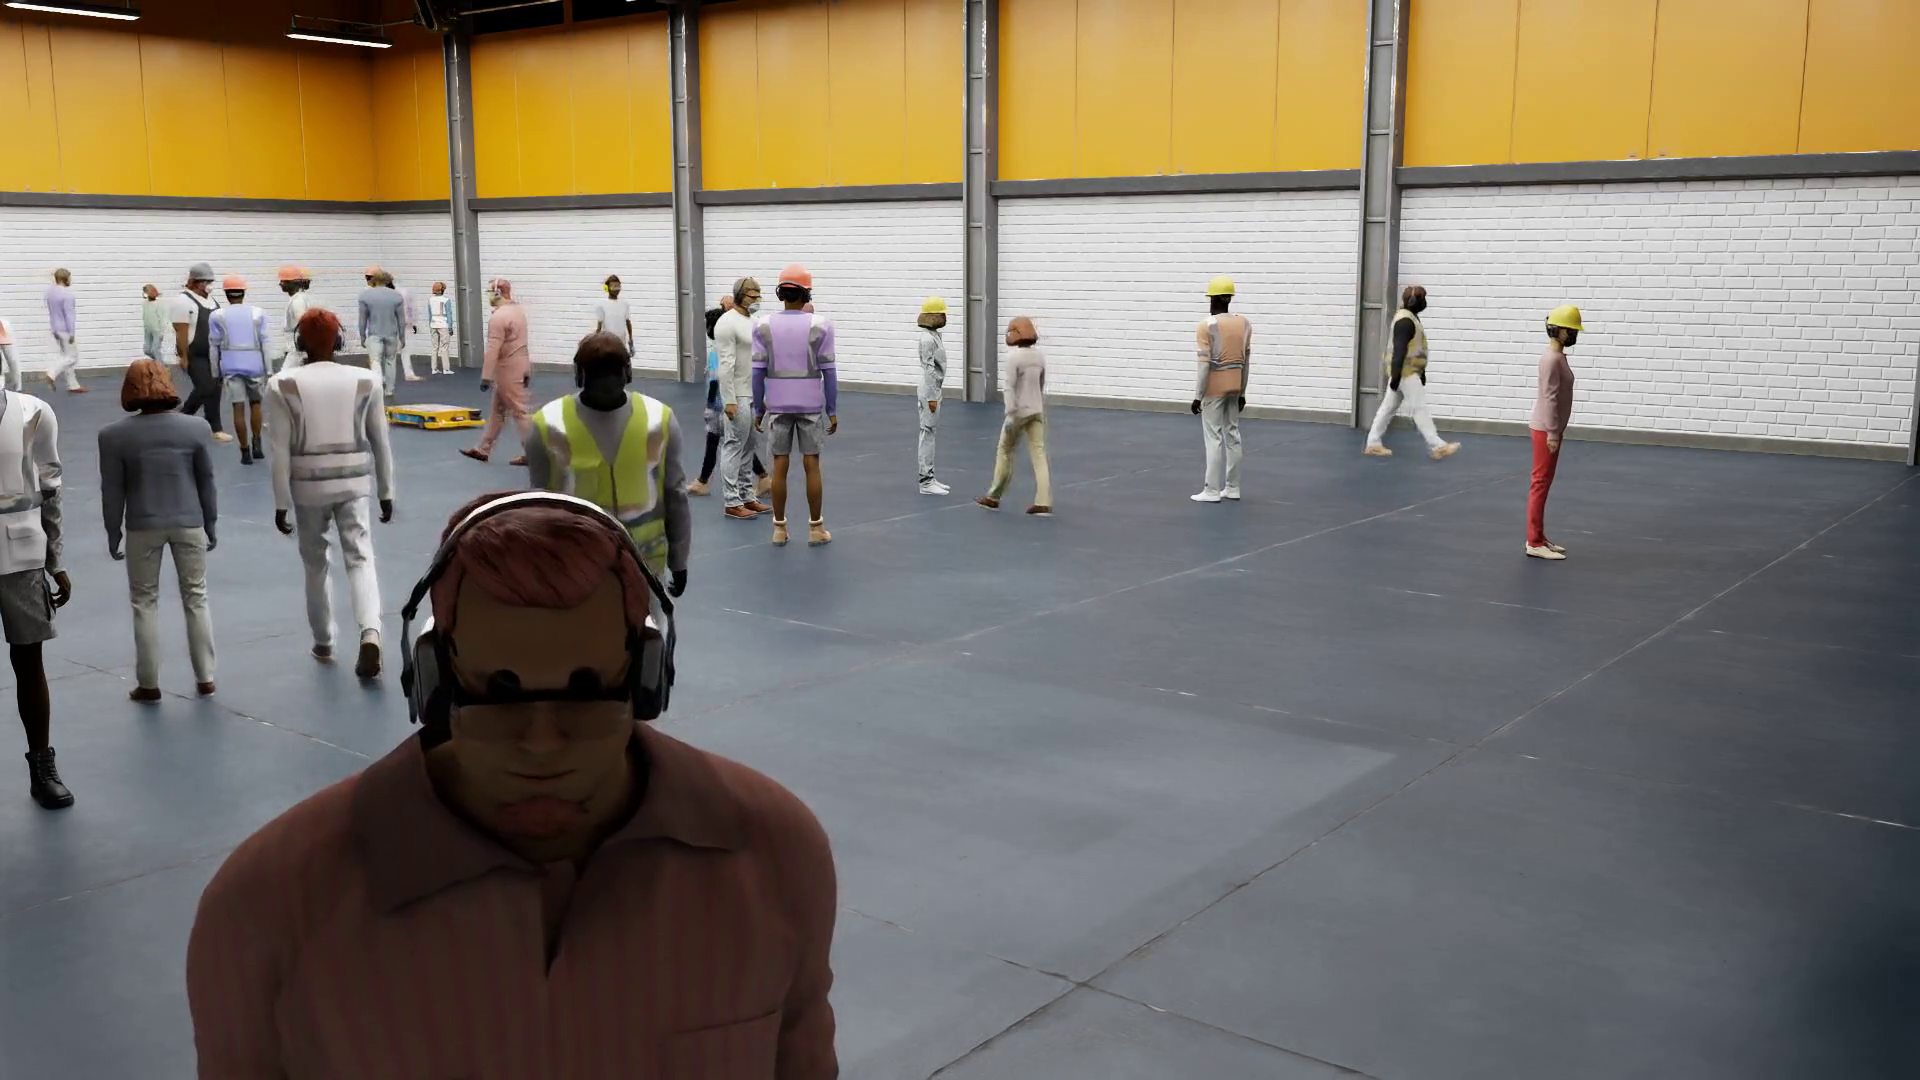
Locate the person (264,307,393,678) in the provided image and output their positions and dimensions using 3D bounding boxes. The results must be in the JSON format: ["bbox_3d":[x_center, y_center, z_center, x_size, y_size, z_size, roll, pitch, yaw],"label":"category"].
[{"bbox_3d":[-3.140,-0.238,8.357,0.586,1.858,0.894,-5,11,-29],"label":"person"}]

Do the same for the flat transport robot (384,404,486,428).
[{"bbox_3d":[-6.527,-1.533,20.474,1.431,0.197,0.652,8,13,41],"label":"flat transport robot"}]

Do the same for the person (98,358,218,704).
[{"bbox_3d":[-3.763,-0.040,7.860,0.497,1.627,0.288,-6,11,-32],"label":"person"}]

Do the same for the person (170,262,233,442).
[{"bbox_3d":[-8.455,-2.097,18.615,0.574,2.000,0.706,2,10,13],"label":"person"}]

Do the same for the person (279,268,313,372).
[{"bbox_3d":[-11.124,-3.651,28.158,1.008,1.870,0.615,-5,11,-26],"label":"person"}]

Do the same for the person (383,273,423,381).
[{"bbox_3d":[-9.347,-3.531,27.682,0.751,1.809,0.433,-5,11,-26],"label":"person"}]

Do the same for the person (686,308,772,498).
[{"bbox_3d":[-2.004,-1.175,14.367,0.881,1.654,0.537,1,10,5],"label":"person"}]

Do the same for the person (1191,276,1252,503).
[{"bbox_3d":[2.207,-1.278,14.171,0.595,1.925,0.371,-7,12,-35],"label":"person"}]

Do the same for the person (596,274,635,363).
[{"bbox_3d":[-4.622,-2.621,22.225,0.534,1.849,0.636,-9,13,-41],"label":"person"}]

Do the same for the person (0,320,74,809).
[{"bbox_3d":[-3.631,0.080,6.226,0.547,1.942,0.345,-8,12,-38],"label":"person"}]

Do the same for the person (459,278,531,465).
[{"bbox_3d":[-4.648,-1.670,16.613,0.934,1.863,0.679,0,10,2],"label":"person"}]

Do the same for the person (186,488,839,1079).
[{"bbox_3d":[-0.386,0.892,1.621,0.639,1.902,0.406,-5,11,-25],"label":"person"}]

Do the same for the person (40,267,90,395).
[{"bbox_3d":[-13.460,-3.110,24.871,0.628,1.919,0.646,7,12,35],"label":"person"}]

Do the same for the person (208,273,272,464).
[{"bbox_3d":[-7.288,-1.734,16.855,0.580,1.915,0.681,-5,11,-27],"label":"person"}]

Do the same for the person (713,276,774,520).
[{"bbox_3d":[-1.729,-1.138,13.344,0.372,1.934,0.627,3,10,19],"label":"person"}]

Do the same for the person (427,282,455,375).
[{"bbox_3d":[-9.141,-3.720,29.262,0.508,1.629,0.314,5,11,26],"label":"person"}]

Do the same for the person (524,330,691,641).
[{"bbox_3d":[-1.401,0.071,6.652,0.633,1.825,0.720,-3,10,-19],"label":"person"}]

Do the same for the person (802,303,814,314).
[{"bbox_3d":[-2.224,-2.696,22.923,0.326,1.760,0.524,8,12,38],"label":"person"}]

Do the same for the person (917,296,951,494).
[{"bbox_3d":[-0.227,-1.278,14.710,0.297,1.744,0.487,0,10,2],"label":"person"}]

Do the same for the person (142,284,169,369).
[{"bbox_3d":[-13.574,-3.506,28.045,0.500,1.620,0.392,5,11,25],"label":"person"}]

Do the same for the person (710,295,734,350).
[{"bbox_3d":[-2.679,-2.035,19.449,0.519,1.633,0.311,-7,12,-36],"label":"person"}]

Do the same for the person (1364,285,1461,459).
[{"bbox_3d":[4.695,-1.737,17.252,0.998,1.785,0.651,3,10,17],"label":"person"}]

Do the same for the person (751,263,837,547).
[{"bbox_3d":[-1.187,-0.968,12.030,0.616,2.041,0.381,1,10,4],"label":"person"}]

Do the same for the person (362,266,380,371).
[{"bbox_3d":[-9.306,-3.388,26.450,0.366,1.931,0.542,-4,10,-20],"label":"person"}]

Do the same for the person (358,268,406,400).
[{"bbox_3d":[-8.256,-2.926,23.802,0.647,1.919,0.806,-4,11,-23],"label":"person"}]

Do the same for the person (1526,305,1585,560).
[{"bbox_3d":[4.142,-0.752,11.599,0.328,1.762,0.523,4,10,21],"label":"person"}]

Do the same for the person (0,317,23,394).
[{"bbox_3d":[-8.832,-1.397,15.071,0.606,1.850,0.877,-3,10,-19],"label":"person"}]

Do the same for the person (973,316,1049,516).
[{"bbox_3d":[0.448,-1.009,13.542,0.530,1.597,0.795,-10,14,-44],"label":"person"}]

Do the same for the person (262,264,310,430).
[{"bbox_3d":[-7.928,-2.336,20.138,1.005,2.008,0.616,-3,10,-18],"label":"person"}]
